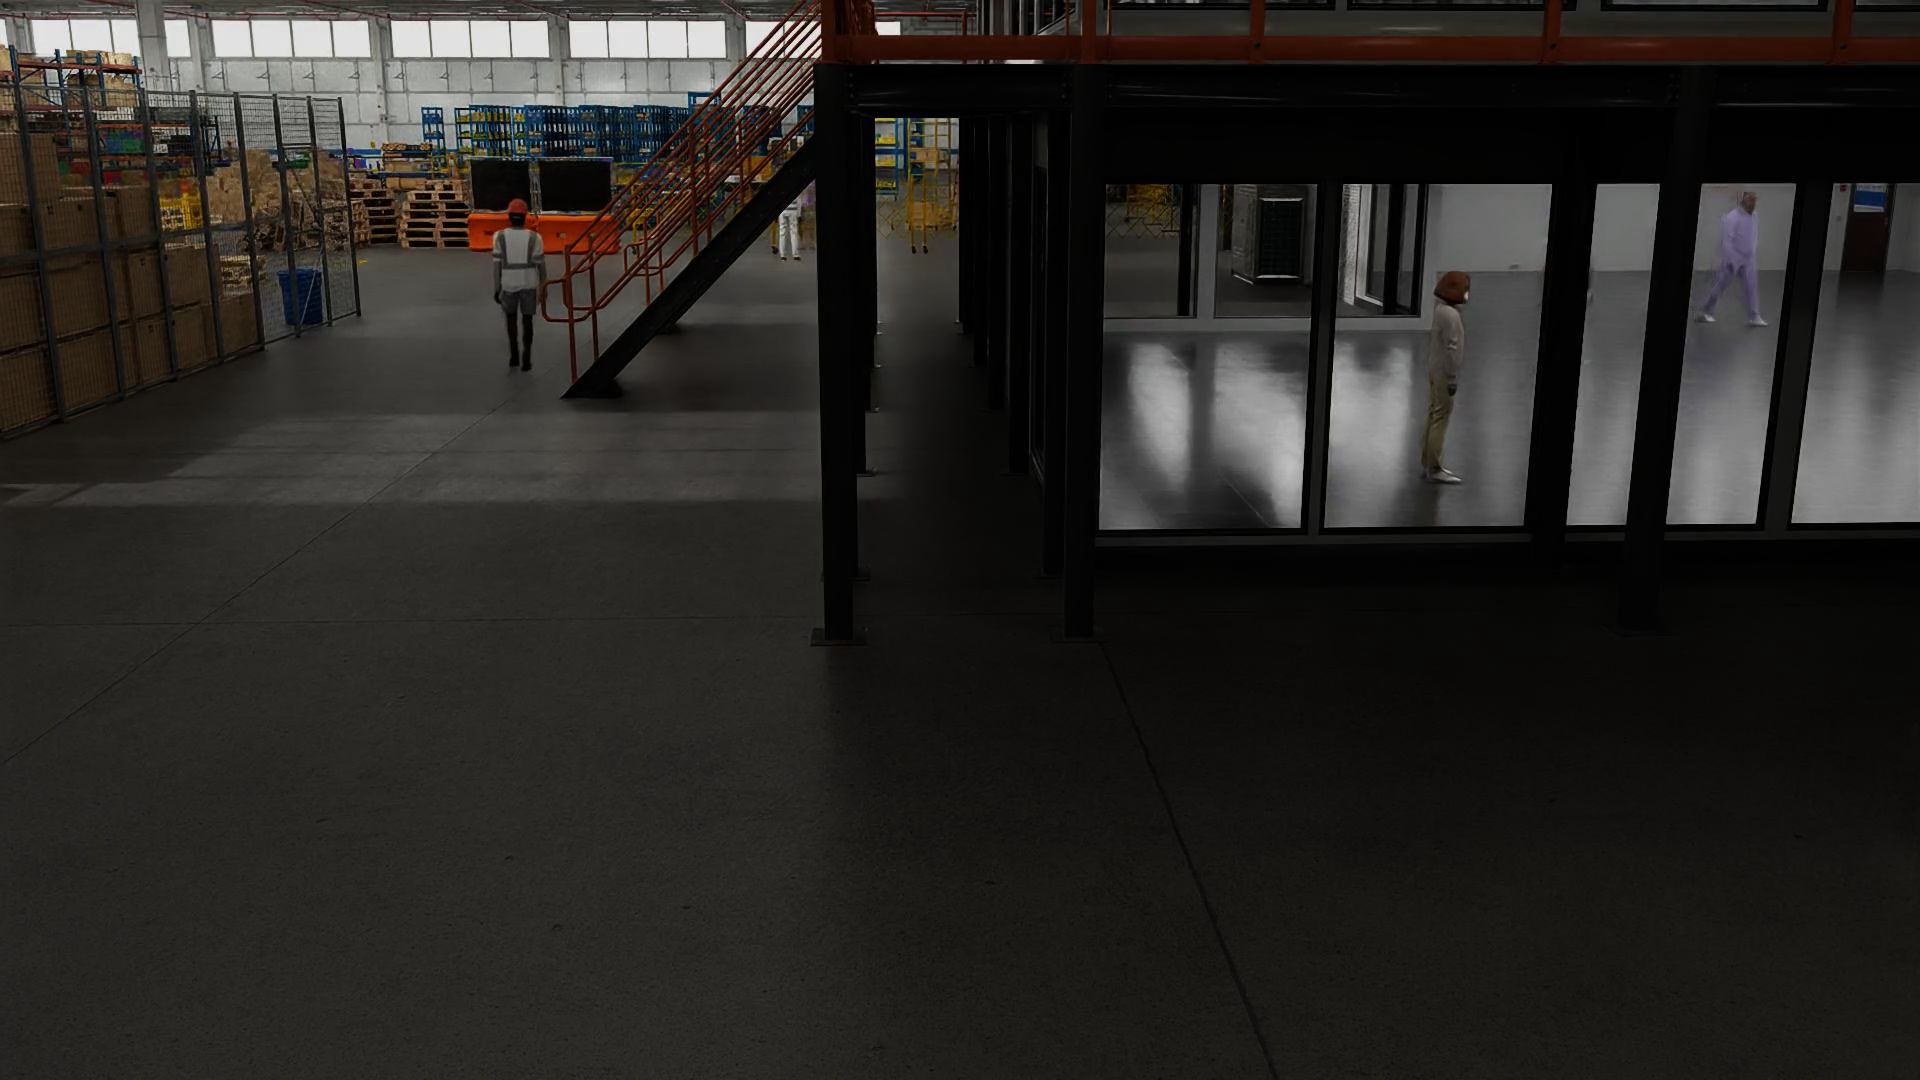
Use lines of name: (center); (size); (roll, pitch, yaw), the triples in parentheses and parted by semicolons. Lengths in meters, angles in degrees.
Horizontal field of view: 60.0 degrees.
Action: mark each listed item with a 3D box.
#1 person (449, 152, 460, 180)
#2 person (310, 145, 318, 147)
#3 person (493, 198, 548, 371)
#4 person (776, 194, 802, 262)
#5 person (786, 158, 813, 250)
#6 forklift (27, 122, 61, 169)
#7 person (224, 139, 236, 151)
person: (-18.531, -13.265, 60.643); (0.739, 1.737, 0.553); (-8, 16, -28)
person: (-36.289, -21.522, 93.501); (0.637, 1.833, 0.432); (-8, 16, -28)
person: (-4.980, -2.902, 18.891); (0.584, 1.911, 0.760); (-3, 14, -11)
person: (-3.473, -6.572, 33.614); (0.573, 1.887, 0.356); (2, 14, 9)
person: (-3.604, -7.449, 36.890); (0.623, 1.992, 0.687); (-7, 16, -25)
forklift: (-35.376, -14.773, 64.377); (1.129, 2.768, 1.873); (-1, 14, -2)
person: (-36.684, -19.135, 83.629); (0.612, 1.983, 0.558); (-8, 16, -28)
